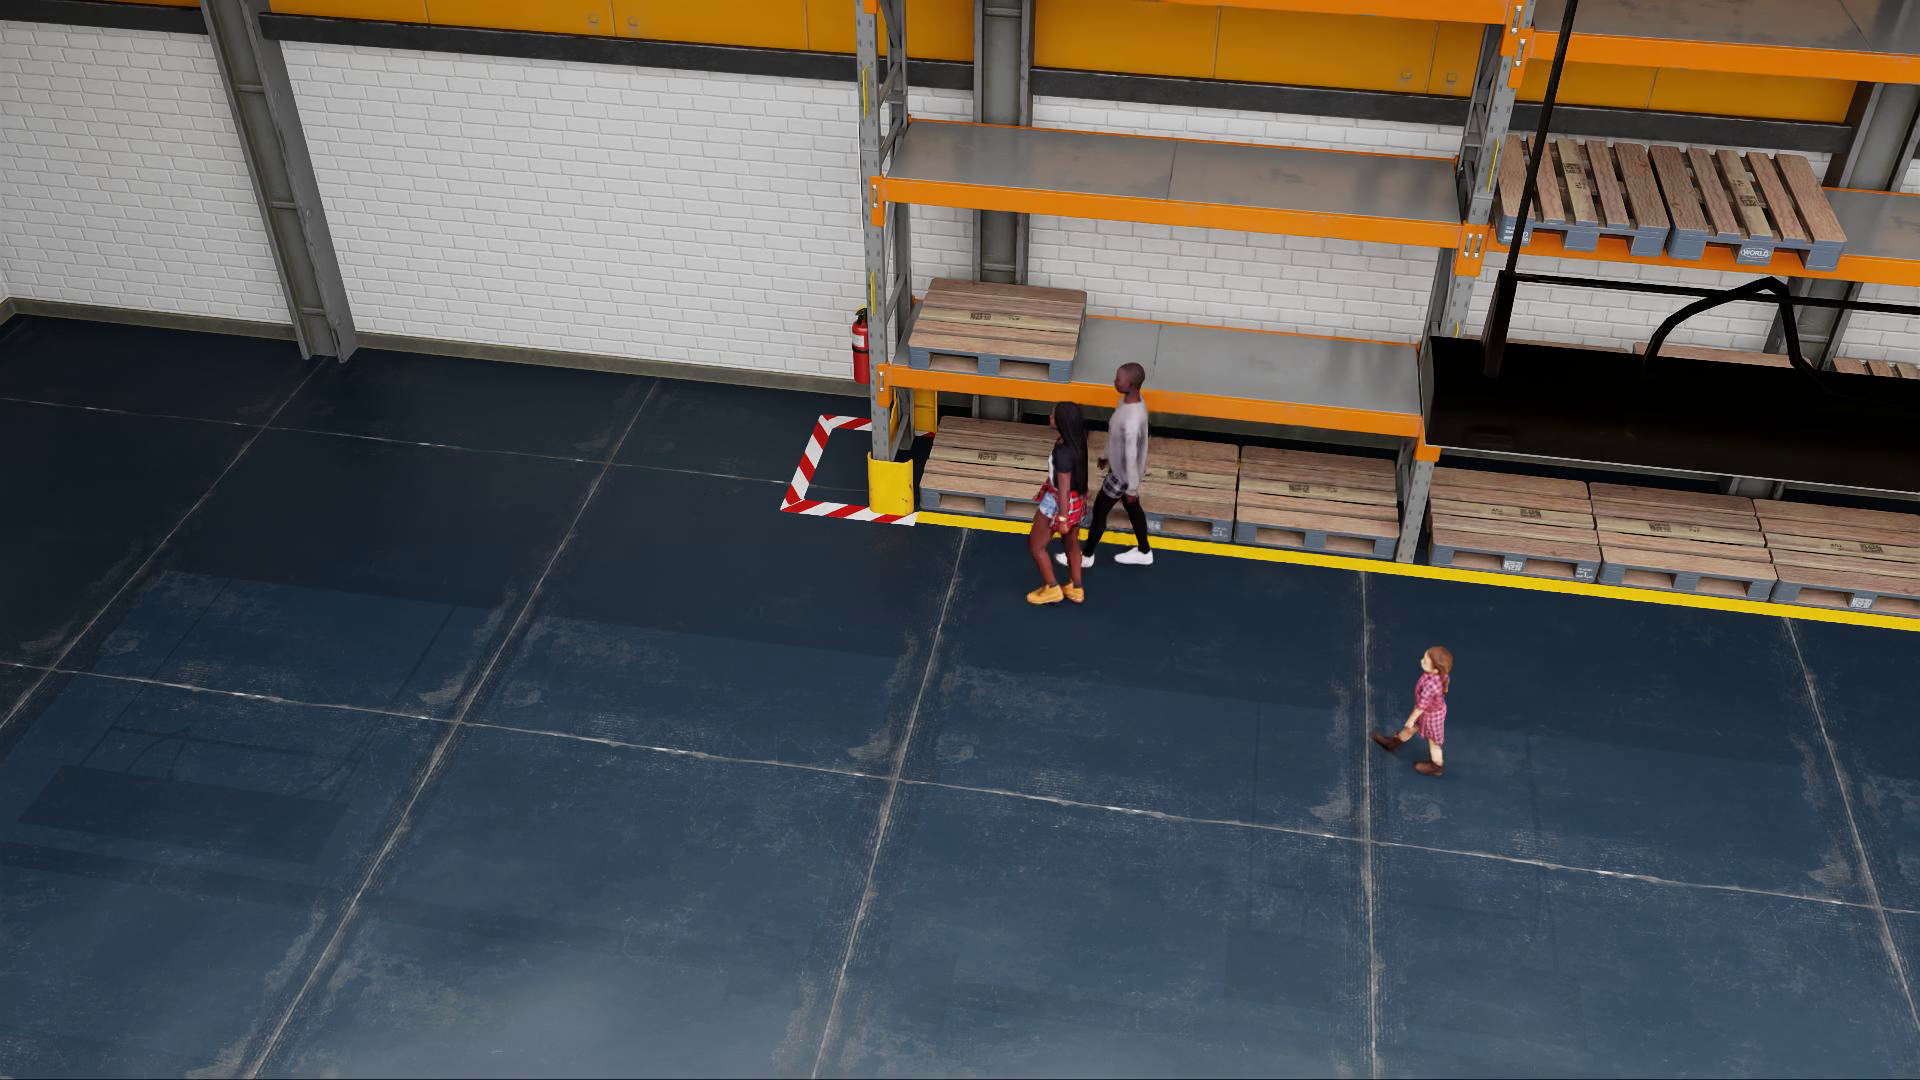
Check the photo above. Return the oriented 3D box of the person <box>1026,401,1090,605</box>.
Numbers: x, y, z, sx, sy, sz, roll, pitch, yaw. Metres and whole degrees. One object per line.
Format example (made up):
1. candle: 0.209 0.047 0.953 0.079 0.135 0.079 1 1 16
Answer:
1. person: 0.810 -0.210 11.572 0.651 1.710 0.634 11 40 13

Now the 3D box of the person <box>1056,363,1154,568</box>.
1. person: 1.278 -0.495 11.900 0.978 1.746 0.698 2 39 3

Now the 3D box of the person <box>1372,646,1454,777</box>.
1. person: 3.010 1.100 10.500 0.754 1.001 0.559 18 42 22
